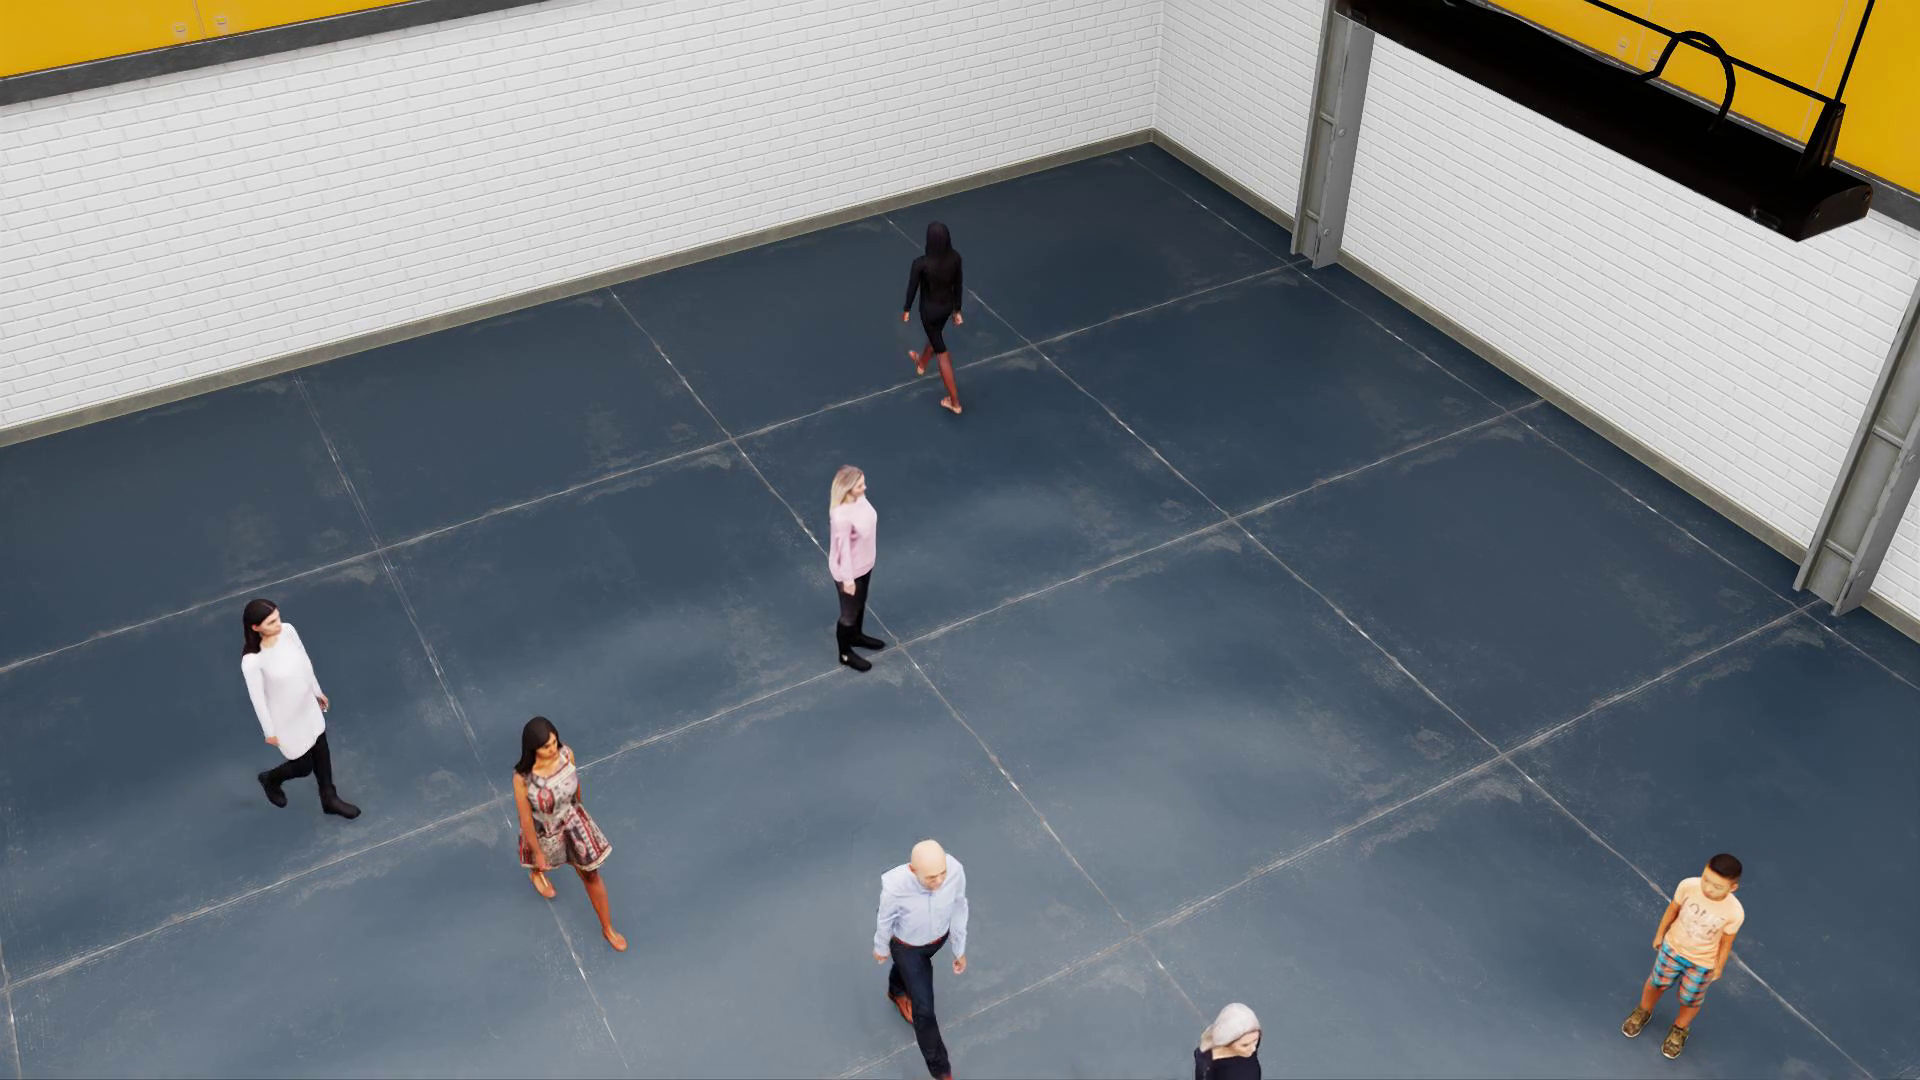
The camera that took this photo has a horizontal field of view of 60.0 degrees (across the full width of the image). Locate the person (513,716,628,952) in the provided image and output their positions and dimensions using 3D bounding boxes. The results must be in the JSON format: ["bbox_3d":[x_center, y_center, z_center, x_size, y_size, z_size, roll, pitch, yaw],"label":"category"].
[{"bbox_3d":[-2.421,1.636,9.709,0.748,1.598,1.167,-29,47,-31],"label":"person"}]

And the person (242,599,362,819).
[{"bbox_3d":[-4.192,1.053,10.283,0.977,1.792,0.906,11,40,14],"label":"person"}]

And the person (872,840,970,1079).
[{"bbox_3d":[-0.251,2.129,8.981,0.639,1.735,1.136,-20,43,-23],"label":"person"}]

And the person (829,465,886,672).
[{"bbox_3d":[-0.758,0.169,11.475,0.742,1.686,0.686,10,40,13],"label":"person"}]

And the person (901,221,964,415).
[{"bbox_3d":[-0.149,-1.839,14.002,0.673,1.670,1.158,-23,44,-26],"label":"person"}]

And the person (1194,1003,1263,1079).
[{"bbox_3d":[1.191,2.787,8.186,0.608,1.699,1.145,-22,44,-25],"label":"person"}]

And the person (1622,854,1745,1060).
[{"bbox_3d":[4.002,2.230,9.073,0.529,1.462,0.647,30,48,32],"label":"person"}]
